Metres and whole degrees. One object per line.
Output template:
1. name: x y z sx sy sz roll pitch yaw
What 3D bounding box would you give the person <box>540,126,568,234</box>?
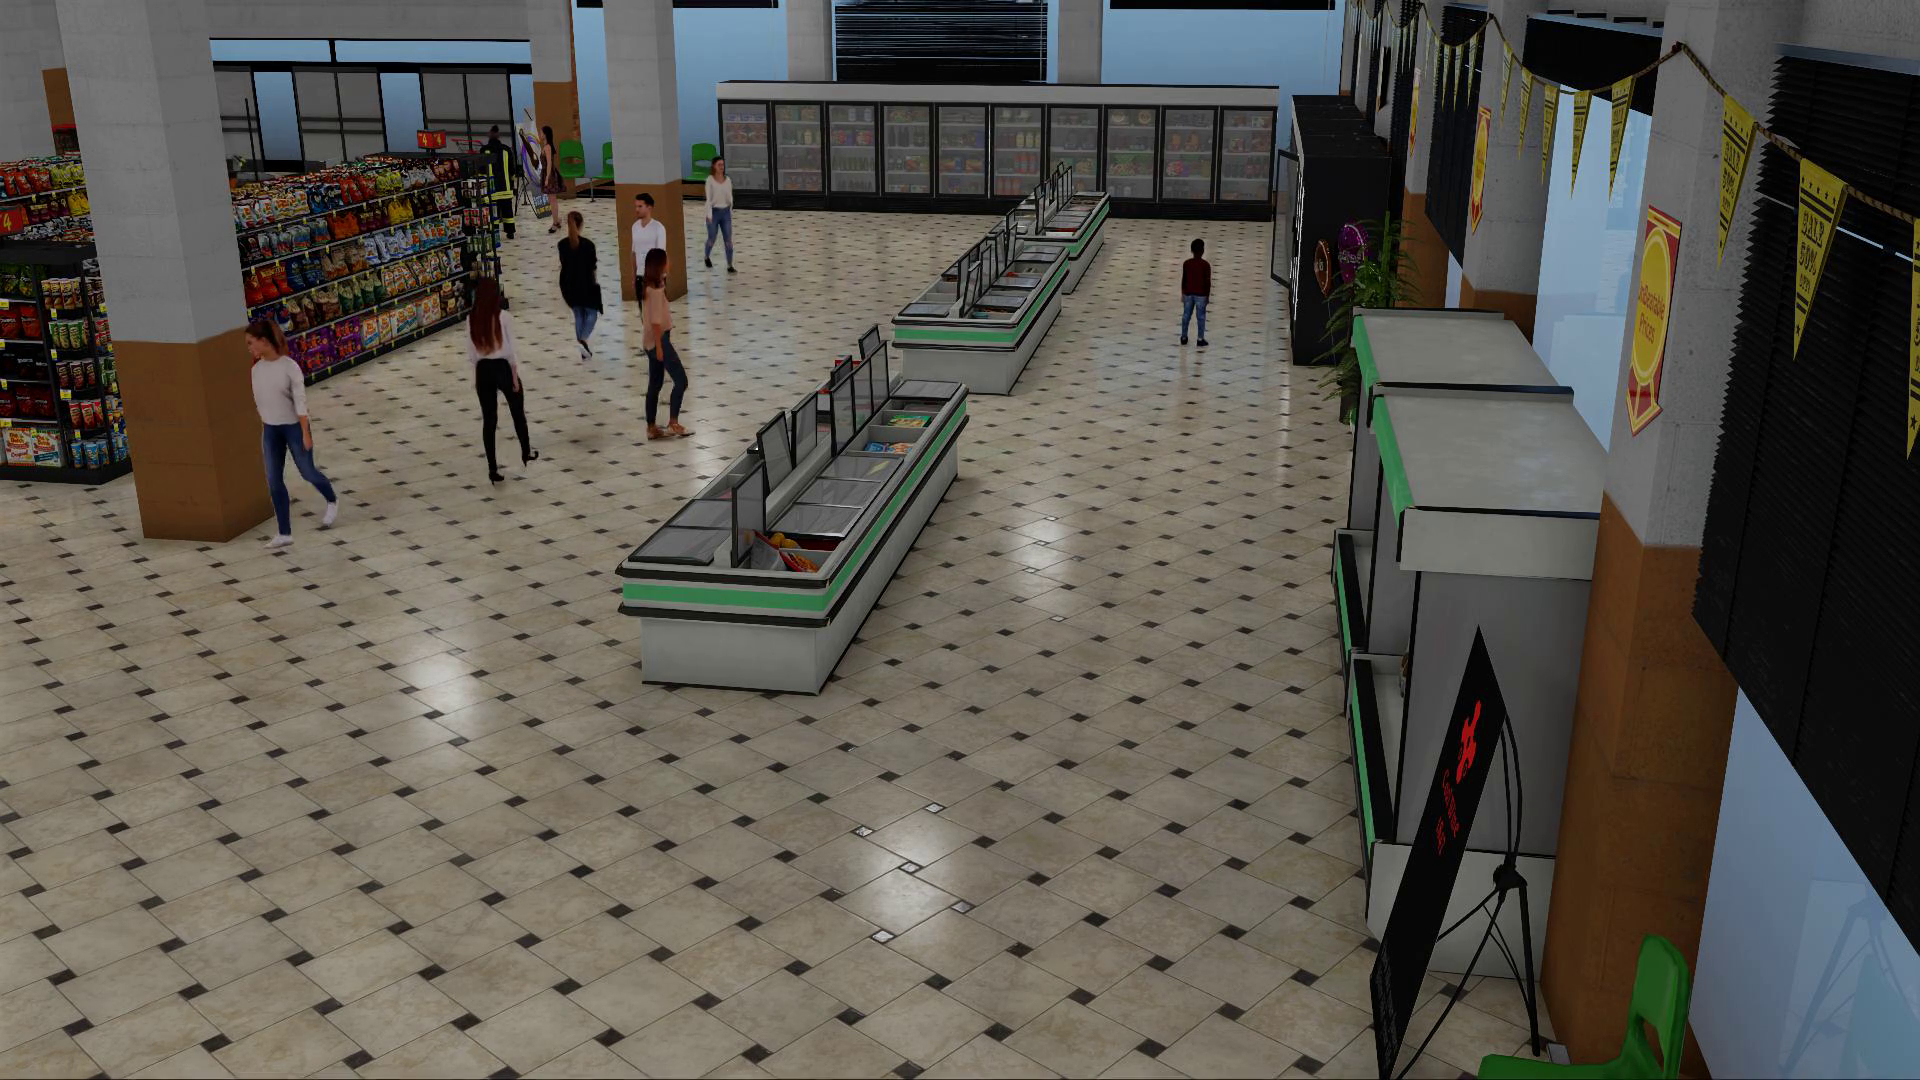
1. person: -6.947 -6.105 28.172 0.819 1.775 0.723 -3 19 -9

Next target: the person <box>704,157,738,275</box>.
1. person: -3.555 -4.702 24.200 1.052 1.653 1.180 -10 21 -27

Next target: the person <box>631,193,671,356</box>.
1. person: -3.502 -2.997 18.840 0.728 1.848 0.698 12 22 33

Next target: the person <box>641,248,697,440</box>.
1. person: -2.874 -1.792 15.371 0.817 1.780 0.754 -6 19 -17

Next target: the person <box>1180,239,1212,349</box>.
1. person: 2.757 -2.887 19.449 0.562 1.250 0.572 10 21 28

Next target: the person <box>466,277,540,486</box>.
1. person: -3.941 -1.306 14.012 0.642 1.728 1.005 2 19 7

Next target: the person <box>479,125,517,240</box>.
1. person: -7.627 -5.891 27.405 0.866 1.859 0.918 -11 22 -30

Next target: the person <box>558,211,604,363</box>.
1. person: -4.262 -2.788 18.494 0.600 1.673 0.767 4 19 11

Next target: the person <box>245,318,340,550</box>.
1. person: -5.047 -0.820 12.637 0.719 1.685 1.156 4 19 11
